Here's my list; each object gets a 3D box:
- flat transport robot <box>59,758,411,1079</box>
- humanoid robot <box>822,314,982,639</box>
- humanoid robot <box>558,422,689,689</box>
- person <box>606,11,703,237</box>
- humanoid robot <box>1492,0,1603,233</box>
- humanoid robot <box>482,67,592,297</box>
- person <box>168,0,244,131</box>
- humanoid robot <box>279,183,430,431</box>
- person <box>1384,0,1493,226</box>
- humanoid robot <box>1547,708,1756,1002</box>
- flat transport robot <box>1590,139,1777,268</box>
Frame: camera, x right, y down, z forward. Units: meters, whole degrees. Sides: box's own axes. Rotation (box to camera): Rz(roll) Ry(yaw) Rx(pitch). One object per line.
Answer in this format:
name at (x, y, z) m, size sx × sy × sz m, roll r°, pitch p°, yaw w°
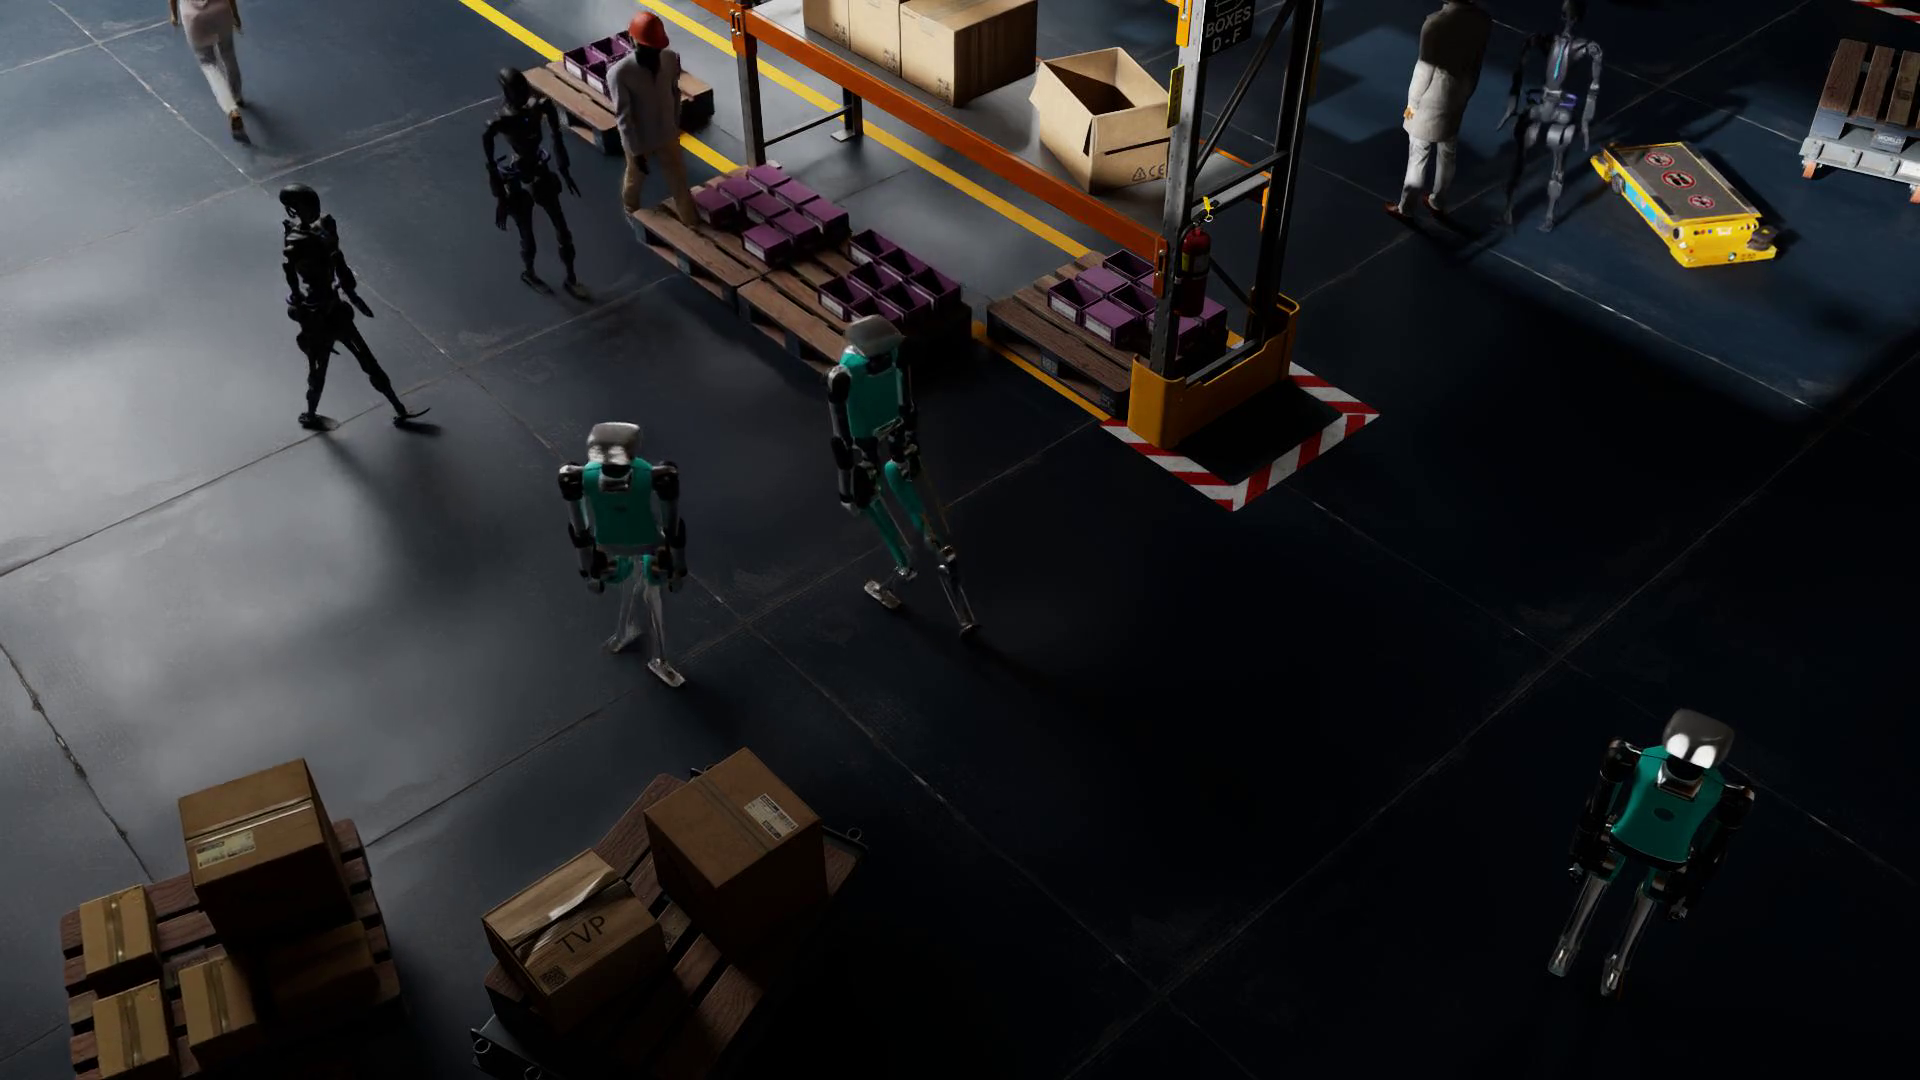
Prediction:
flat transport robot at (-2.946, 1.993, 6.927) m, size 0.659 × 0.231 × 1.431 m, roll -18°, pitch 46°, yaw -19°
humanoid robot at (-0.212, -0.198, 8.262) m, size 0.902 × 1.825 × 0.549 m, roll 34°, pitch 52°, yaw 31°
humanoid robot at (-1.568, -0.017, 8.022) m, size 0.608 × 1.765 × 0.872 m, roll -2°, pitch 43°, yaw -2°
person at (-2.033, -2.688, 10.962) m, size 0.545 × 1.693 × 0.930 m, roll -28°, pitch 50°, yaw -27°
humanoid robot at (3.937, -2.831, 11.137) m, size 0.616 × 1.635 × 0.357 m, roll 15°, pitch 45°, yaw 16°
humanoid robot at (-2.716, -2.262, 10.523) m, size 0.590 × 1.637 × 0.544 m, roll -34°, pitch 52°, yaw -31°
person at (-5.553, -3.855, 12.278) m, size 0.455 × 1.631 × 0.763 m, roll -24°, pitch 48°, yaw -24°
humanoid robot at (-3.582, -1.289, 9.484) m, size 0.797 × 1.620 × 0.600 m, roll 8°, pitch 43°, yaw 8°
person at (3.226, -2.980, 11.181) m, size 0.503 × 1.836 × 0.365 m, roll -13°, pitch 44°, yaw -13°
humanoid robot at (2.753, 1.177, 6.653) m, size 0.530 × 1.699 × 0.704 m, roll 21°, pitch 47°, yaw 22°
flat transport robot at (5.075, -2.400, 11.705) m, size 0.659 × 0.231 × 1.431 m, roll -7°, pitch 43°, yaw -8°
